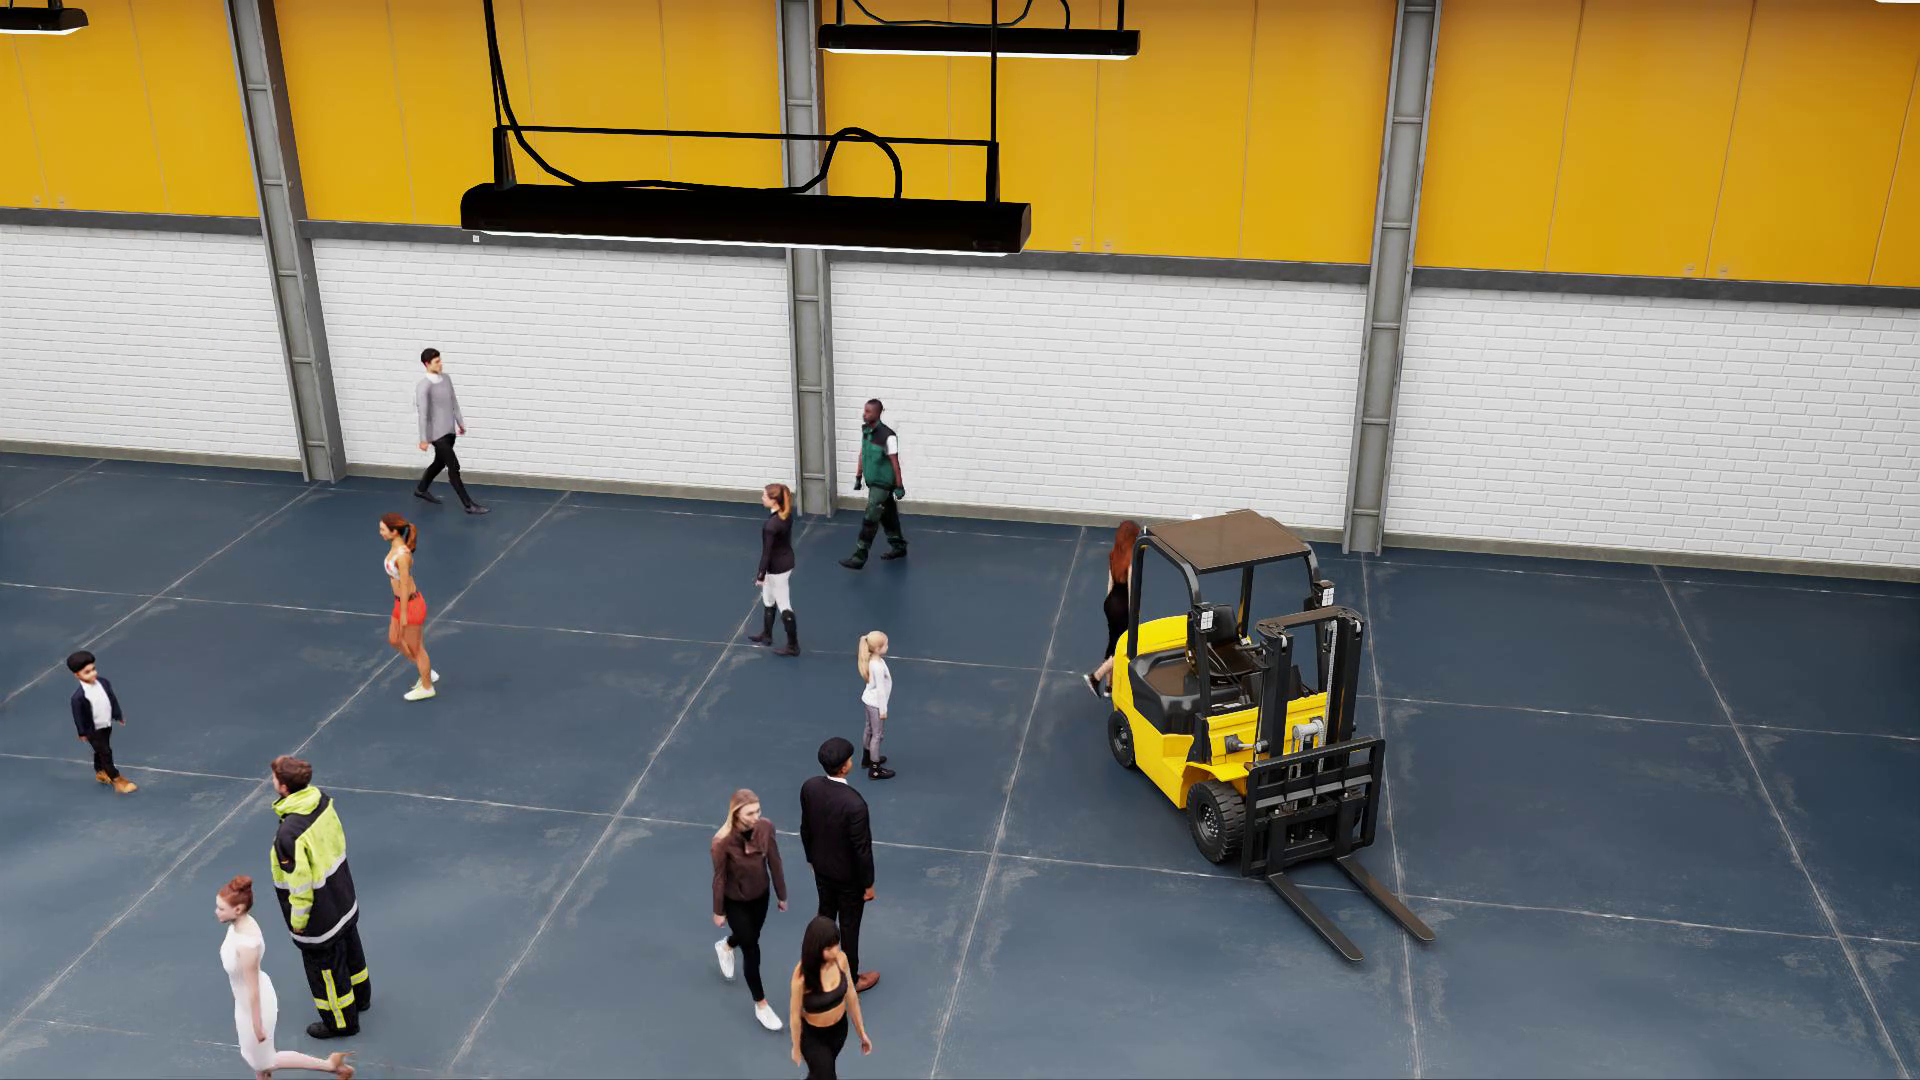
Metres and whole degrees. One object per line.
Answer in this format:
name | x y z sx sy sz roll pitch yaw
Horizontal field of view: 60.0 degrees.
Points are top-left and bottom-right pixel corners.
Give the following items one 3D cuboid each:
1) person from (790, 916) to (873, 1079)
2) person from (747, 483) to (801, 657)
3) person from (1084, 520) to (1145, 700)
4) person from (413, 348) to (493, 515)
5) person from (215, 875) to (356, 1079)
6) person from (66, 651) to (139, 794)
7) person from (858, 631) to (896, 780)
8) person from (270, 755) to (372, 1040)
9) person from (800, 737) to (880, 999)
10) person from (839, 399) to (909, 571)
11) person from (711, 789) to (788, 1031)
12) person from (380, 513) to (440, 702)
person | -0.842 2.810 9.580 0.963 1.619 0.828 20 31 38
person | -1.580 0.295 15.210 0.792 1.717 0.618 6 24 13
person | 1.341 0.647 14.411 0.935 1.713 0.860 -14 27 -29
person | -5.832 -1.202 18.419 1.275 1.890 0.810 6 24 13
person | -3.975 2.695 9.644 0.965 1.779 0.873 -13 27 -26
person | -6.920 1.430 13.250 0.744 1.208 0.553 6 24 15
person | -0.693 1.314 13.432 0.594 1.276 0.559 -8 25 -17
person | -4.044 2.229 10.459 0.681 1.980 0.801 1 24 2
person | -0.795 2.120 10.830 0.671 1.883 0.835 17 29 33
person | -0.743 -0.586 17.123 1.209 1.800 1.131 -15 27 -30
person | -1.416 2.284 10.713 1.037 1.675 1.136 -19 30 -36
person | -4.720 0.572 14.495 0.758 1.783 0.719 -10 25 -21
